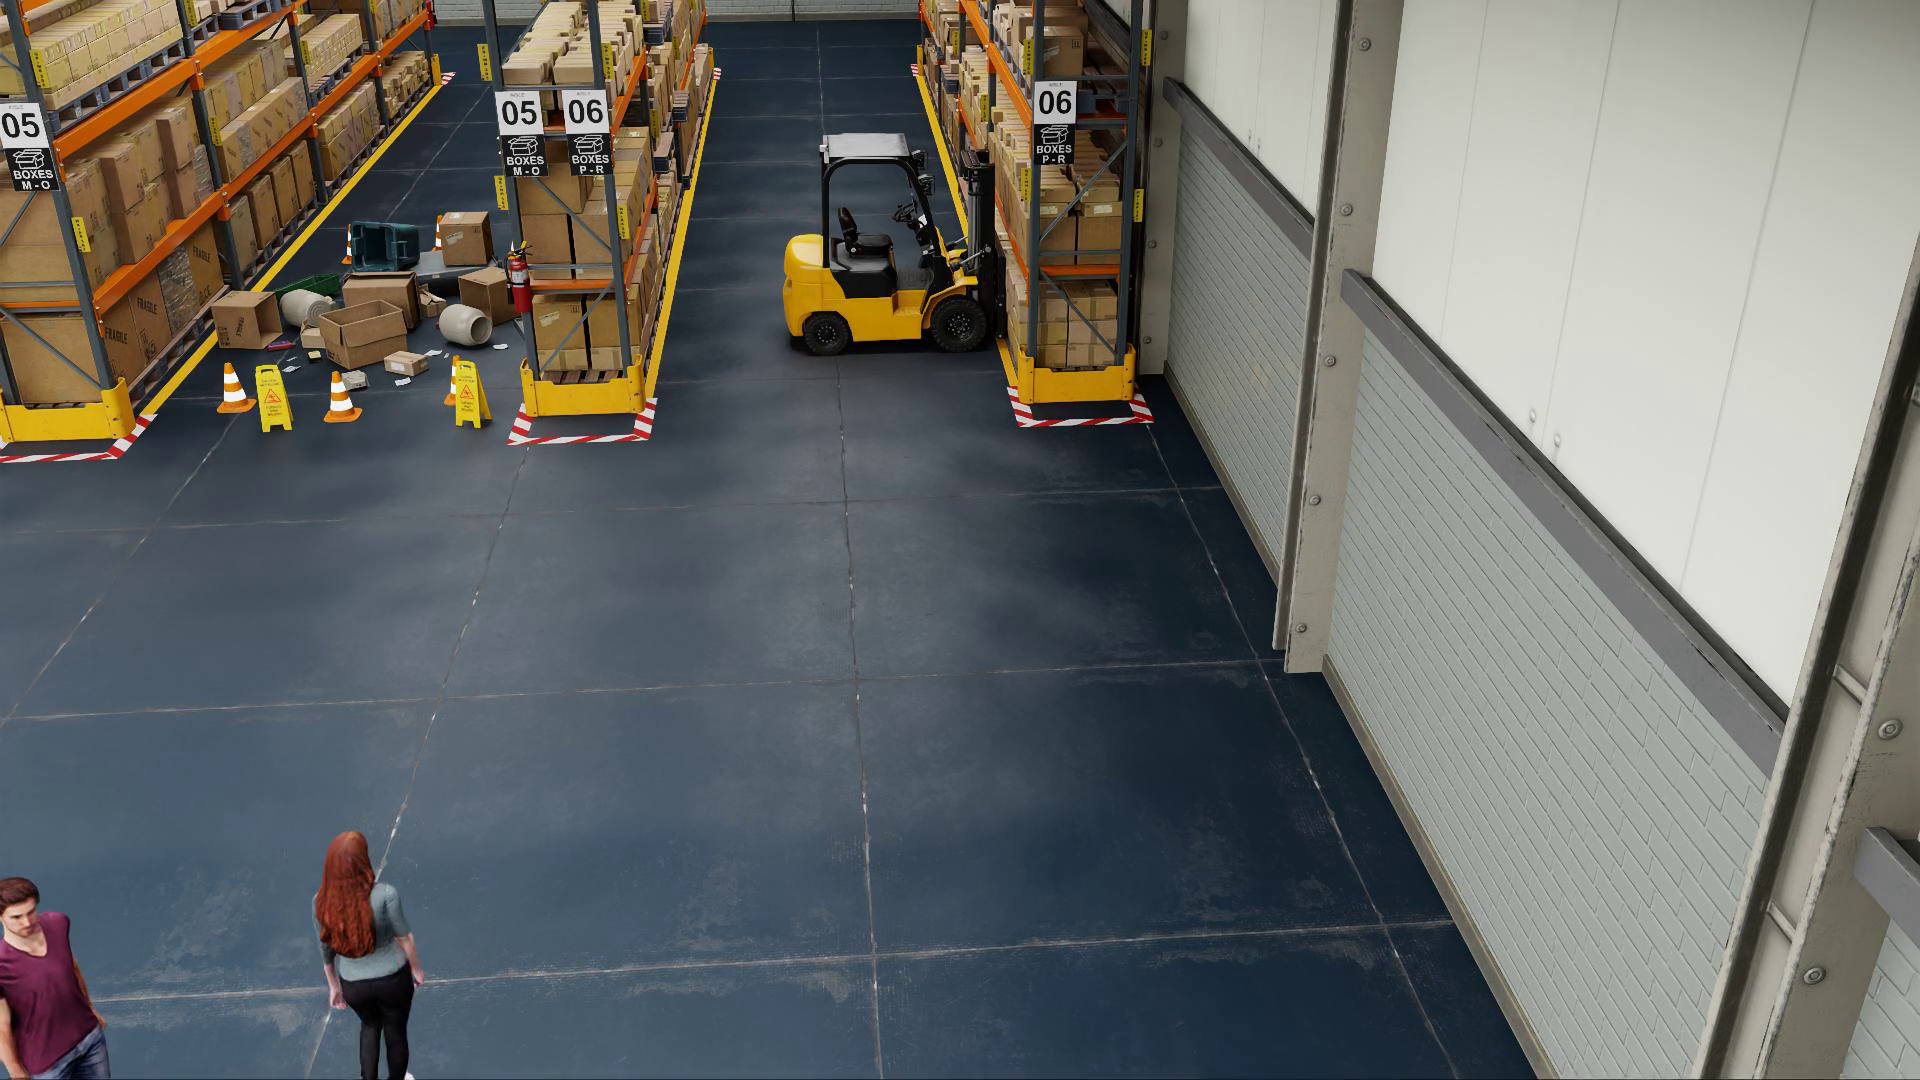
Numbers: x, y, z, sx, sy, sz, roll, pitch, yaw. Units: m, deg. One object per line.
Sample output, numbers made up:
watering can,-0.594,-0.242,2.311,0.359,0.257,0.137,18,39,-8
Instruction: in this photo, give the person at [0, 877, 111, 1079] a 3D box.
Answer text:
person,-4.185,2.308,7.686,0.786,1.850,0.632,9,28,16

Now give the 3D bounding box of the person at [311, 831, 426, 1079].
person,-2.846,2.190,8.044,0.594,1.732,0.756,-1,27,-2
